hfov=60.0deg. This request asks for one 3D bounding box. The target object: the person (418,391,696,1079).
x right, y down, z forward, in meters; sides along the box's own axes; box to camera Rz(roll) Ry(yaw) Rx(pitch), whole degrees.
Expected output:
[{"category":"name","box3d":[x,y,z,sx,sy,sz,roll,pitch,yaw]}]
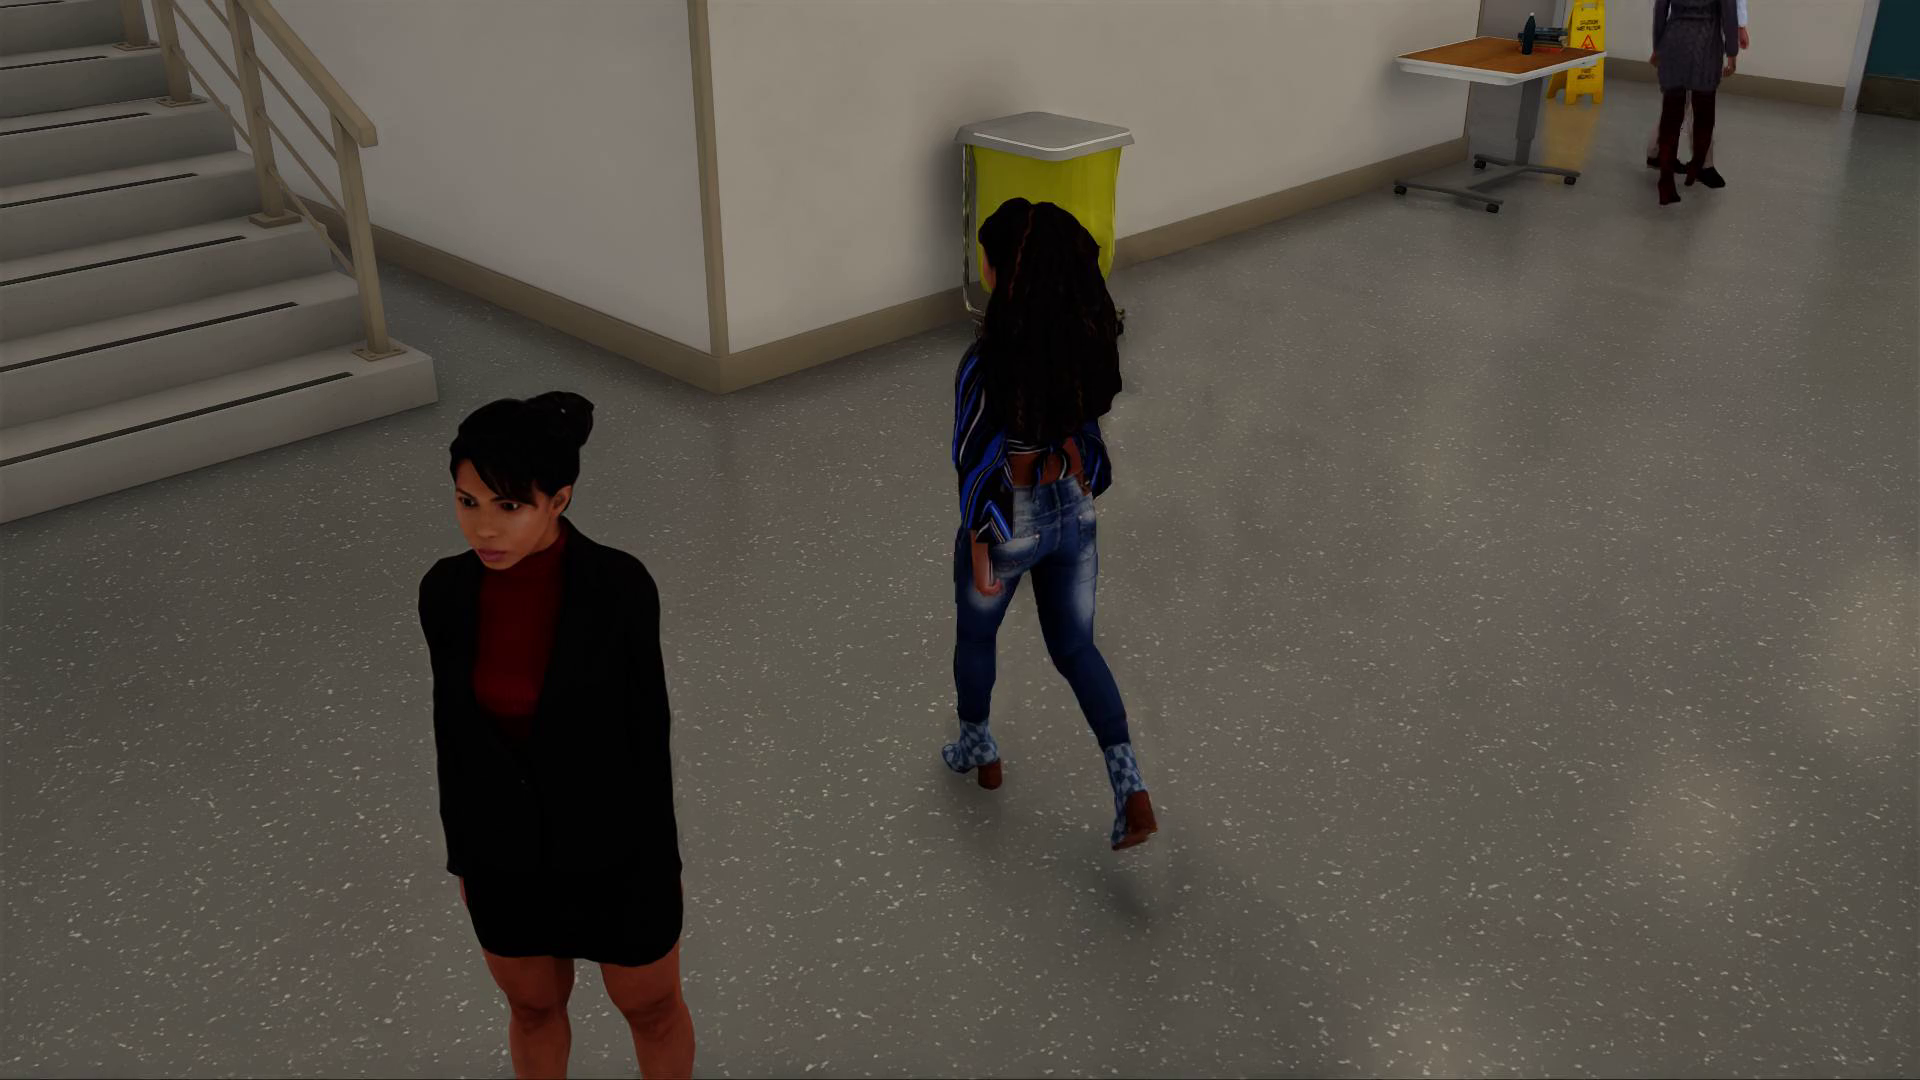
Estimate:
[{"category":"person","box3d":[-0.642,0.536,2.741,0.688,1.637,0.749,2,26,4]}]

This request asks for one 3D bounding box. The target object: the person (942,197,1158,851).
[{"category":"person","box3d":[0.216,0.014,3.881,0.779,1.588,1.081,-14,29,-27]}]

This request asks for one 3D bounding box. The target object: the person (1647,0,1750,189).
[{"category":"person","box3d":[4.426,-3.077,10.038,0.766,1.808,0.944,-22,33,-38]}]

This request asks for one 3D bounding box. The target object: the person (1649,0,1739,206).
[{"category":"person","box3d":[4.134,-2.739,9.494,1.022,1.671,0.869,19,31,33]}]
